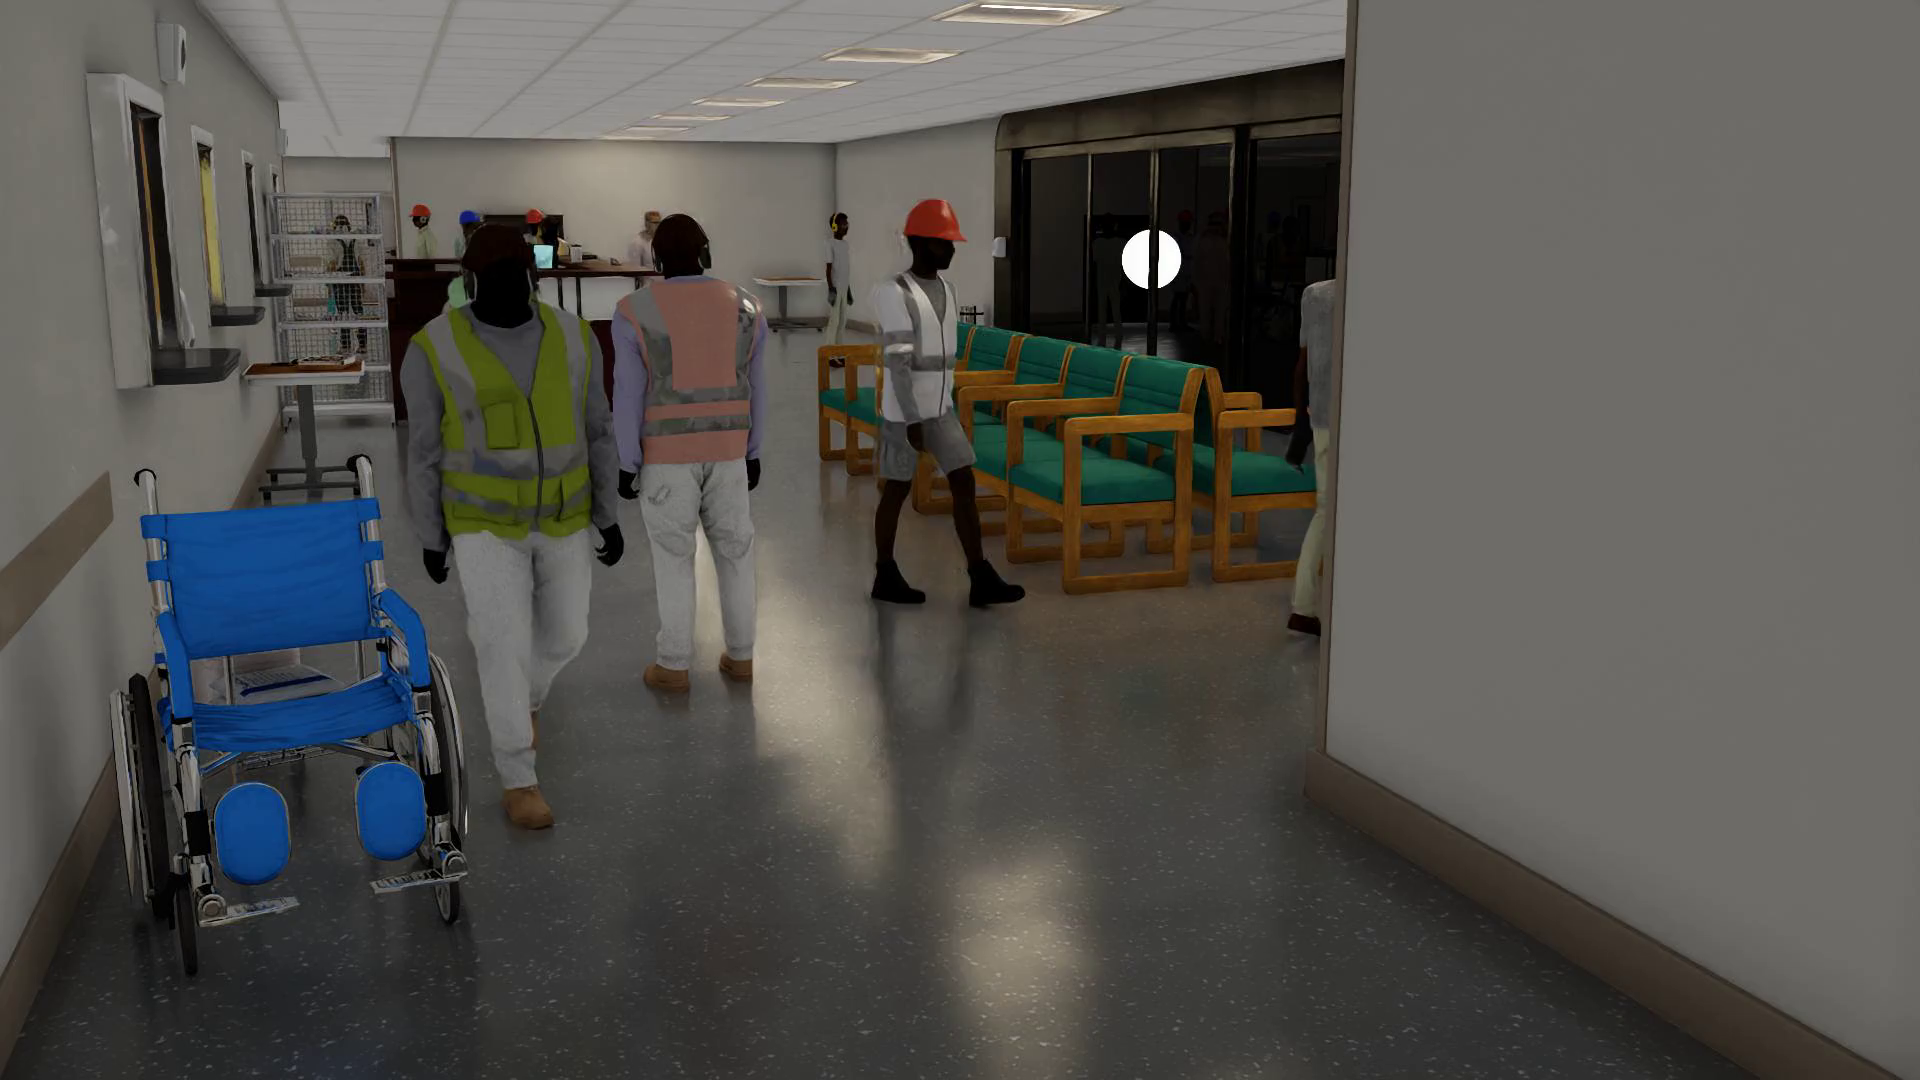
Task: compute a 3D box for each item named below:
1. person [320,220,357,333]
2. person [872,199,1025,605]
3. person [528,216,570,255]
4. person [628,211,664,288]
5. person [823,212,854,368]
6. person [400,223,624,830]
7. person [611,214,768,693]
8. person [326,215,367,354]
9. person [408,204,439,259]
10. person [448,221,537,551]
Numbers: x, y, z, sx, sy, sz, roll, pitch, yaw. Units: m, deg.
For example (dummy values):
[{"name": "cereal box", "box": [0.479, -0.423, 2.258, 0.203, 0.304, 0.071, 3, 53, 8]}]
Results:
[{"name": "person", "box": [-9.782, -4.140, 26.193, 0.312, 1.769, 0.526, 9, 14, 40]}, {"name": "person", "box": [-0.085, -0.599, 7.694, 0.885, 1.902, 0.551, 9, 14, 40]}, {"name": "person", "box": [-5.073, -3.086, 20.633, 0.643, 1.832, 0.430, -10, 15, -43]}, {"name": "person", "box": [-3.731, -3.100, 20.519, 0.686, 1.888, 0.530, -11, 15, -44]}, {"name": "person", "box": [-1.462, -3.040, 20.274, 0.328, 1.876, 0.513, 5, 12, 23]}, {"name": "person", "box": [-1.412, -0.074, 5.209, 0.626, 1.819, 0.750, -7, 13, -34]}, {"name": "person", "box": [-1.048, -0.327, 6.444, 0.624, 1.841, 0.430, -6, 13, -30]}, {"name": "person", "box": [-8.166, -3.393, 22.151, 0.508, 1.844, 0.332, -11, 15, -43]}, {"name": "person", "box": [-7.675, -3.807, 23.892, 0.381, 1.994, 0.622, -7, 13, -30]}, {"name": "person", "box": [-2.600, -0.892, 9.421, 0.569, 1.816, 0.897, 4, 12, 21]}]
